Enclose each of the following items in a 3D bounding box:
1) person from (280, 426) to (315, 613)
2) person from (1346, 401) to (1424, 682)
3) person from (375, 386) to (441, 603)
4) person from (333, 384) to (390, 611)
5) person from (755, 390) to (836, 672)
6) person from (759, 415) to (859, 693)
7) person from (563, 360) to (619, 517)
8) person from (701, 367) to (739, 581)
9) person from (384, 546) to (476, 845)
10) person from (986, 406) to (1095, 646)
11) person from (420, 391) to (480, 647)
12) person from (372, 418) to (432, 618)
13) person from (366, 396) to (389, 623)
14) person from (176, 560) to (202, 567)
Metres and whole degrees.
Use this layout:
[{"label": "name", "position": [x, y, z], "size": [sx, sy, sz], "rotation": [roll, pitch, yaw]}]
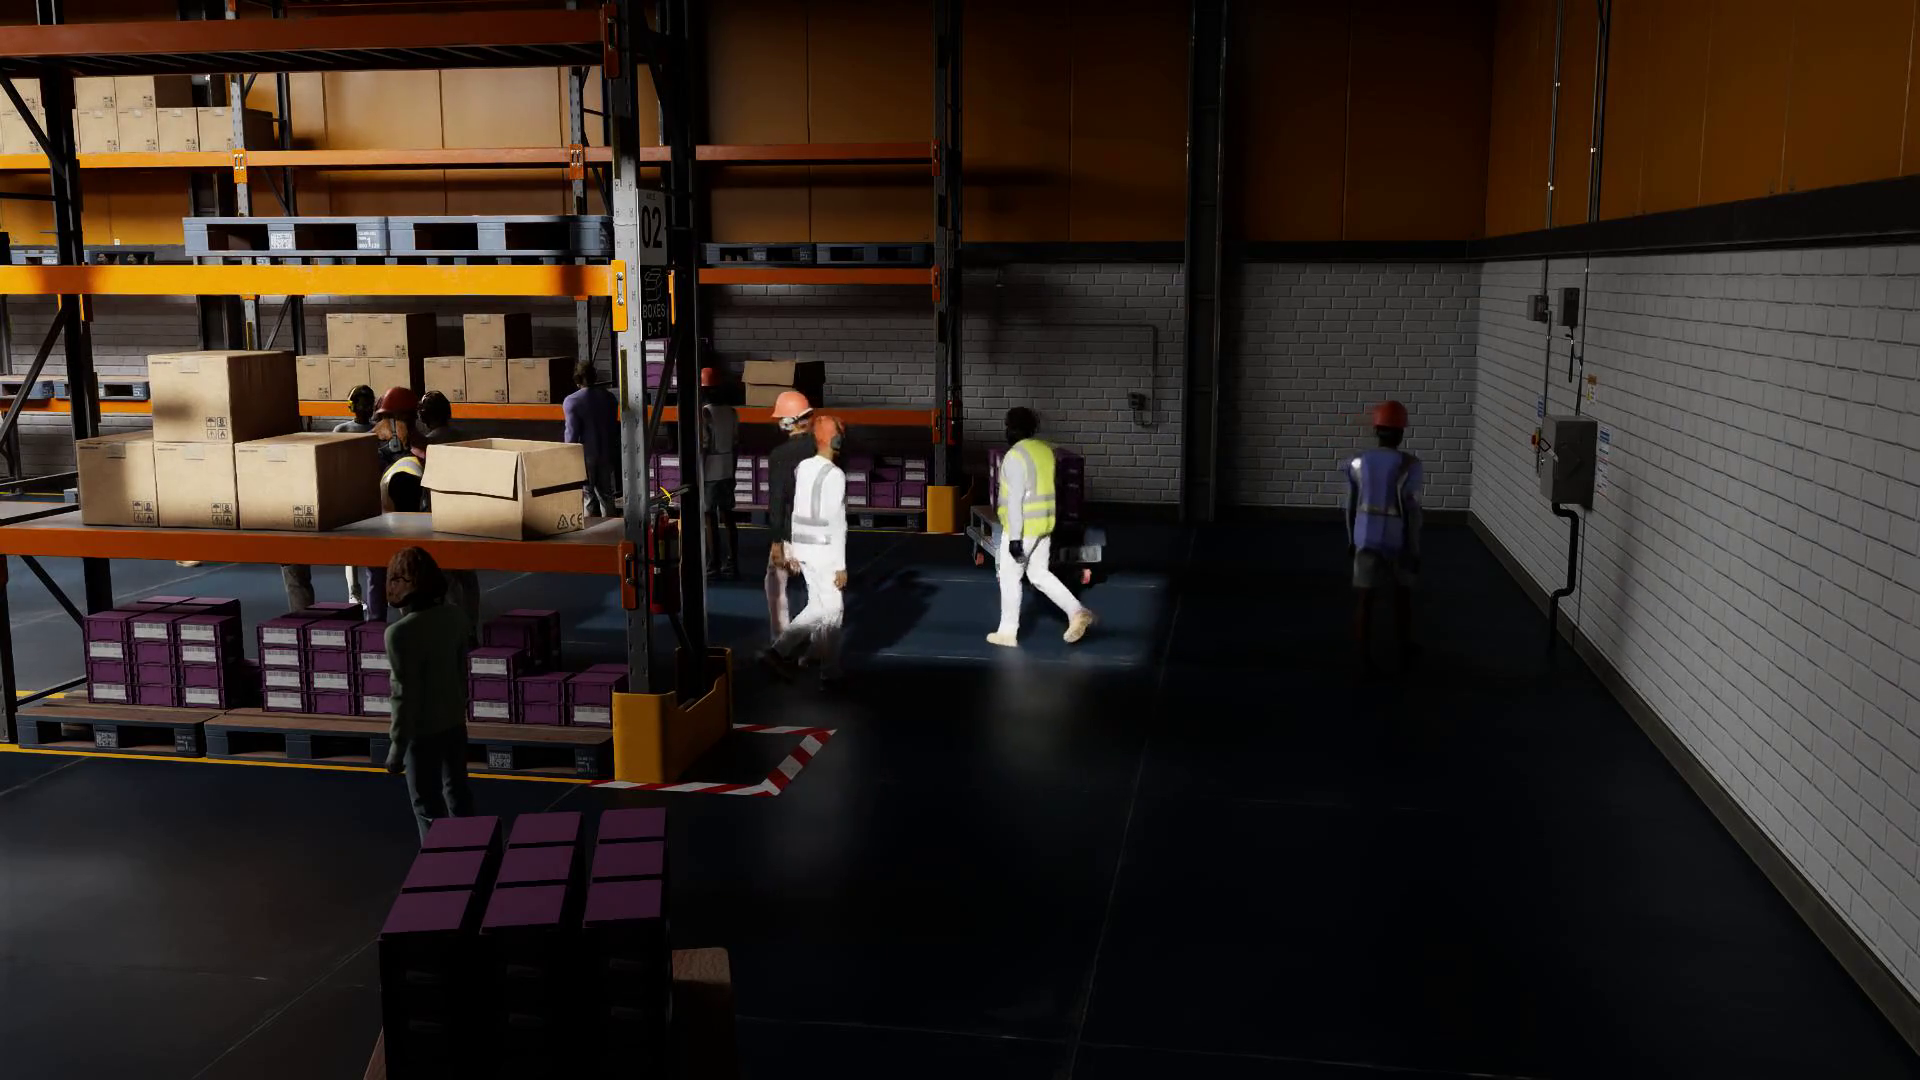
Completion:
[{"label": "person", "position": [-4.792, -0.026, 11.887], "size": [0.403, 1.833, 0.590], "rotation": [-3, 10, -18]}, {"label": "person", "position": [2.984, -0.008, 11.541], "size": [0.570, 1.905, 0.875], "rotation": [6, 11, 33]}, {"label": "person", "position": [-3.908, -0.096, 11.828], "size": [0.402, 1.990, 0.622], "rotation": [-1, 9, -8]}, {"label": "person", "position": [-4.927, -0.353, 13.811], "size": [0.328, 1.869, 0.512], "rotation": [7, 11, 36]}, {"label": "person", "position": [-1.152, -0.062, 11.667], "size": [0.651, 1.974, 0.617], "rotation": [-8, 12, -41]}, {"label": "person", "position": [-0.982, 0.103, 10.986], "size": [0.574, 1.865, 0.590], "rotation": [-5, 11, -30]}, {"label": "person", "position": [-3.634, -0.795, 16.354], "size": [0.372, 1.934, 0.627], "rotation": [7, 12, 39]}, {"label": "person", "position": [-2.248, -0.595, 15.096], "size": [0.376, 1.935, 0.550], "rotation": [6, 11, 35]}, {"label": "person", "position": [-2.291, 0.834, 7.170], "size": [0.288, 1.633, 0.499], "rotation": [3, 10, 19]}, {"label": "person", "position": [0.582, -0.084, 12.332], "size": [0.750, 1.811, 0.661], "rotation": [6, 11, 34]}, {"label": "person", "position": [-3.771, -0.123, 12.176], "size": [0.377, 1.936, 0.628], "rotation": [3, 10, 17]}, {"label": "person", "position": [-3.721, 0.102, 11.118], "size": [0.430, 1.835, 0.621], "rotation": [-3, 10, -20]}, {"label": "person", "position": [-4.153, -0.116, 12.221], "size": [0.653, 1.906, 0.408], "rotation": [-4, 10, -24]}, {"label": "person", "position": [-7.329, -0.675, 15.888], "size": [0.430, 1.845, 0.621], "rotation": [3, 10, 15]}]
